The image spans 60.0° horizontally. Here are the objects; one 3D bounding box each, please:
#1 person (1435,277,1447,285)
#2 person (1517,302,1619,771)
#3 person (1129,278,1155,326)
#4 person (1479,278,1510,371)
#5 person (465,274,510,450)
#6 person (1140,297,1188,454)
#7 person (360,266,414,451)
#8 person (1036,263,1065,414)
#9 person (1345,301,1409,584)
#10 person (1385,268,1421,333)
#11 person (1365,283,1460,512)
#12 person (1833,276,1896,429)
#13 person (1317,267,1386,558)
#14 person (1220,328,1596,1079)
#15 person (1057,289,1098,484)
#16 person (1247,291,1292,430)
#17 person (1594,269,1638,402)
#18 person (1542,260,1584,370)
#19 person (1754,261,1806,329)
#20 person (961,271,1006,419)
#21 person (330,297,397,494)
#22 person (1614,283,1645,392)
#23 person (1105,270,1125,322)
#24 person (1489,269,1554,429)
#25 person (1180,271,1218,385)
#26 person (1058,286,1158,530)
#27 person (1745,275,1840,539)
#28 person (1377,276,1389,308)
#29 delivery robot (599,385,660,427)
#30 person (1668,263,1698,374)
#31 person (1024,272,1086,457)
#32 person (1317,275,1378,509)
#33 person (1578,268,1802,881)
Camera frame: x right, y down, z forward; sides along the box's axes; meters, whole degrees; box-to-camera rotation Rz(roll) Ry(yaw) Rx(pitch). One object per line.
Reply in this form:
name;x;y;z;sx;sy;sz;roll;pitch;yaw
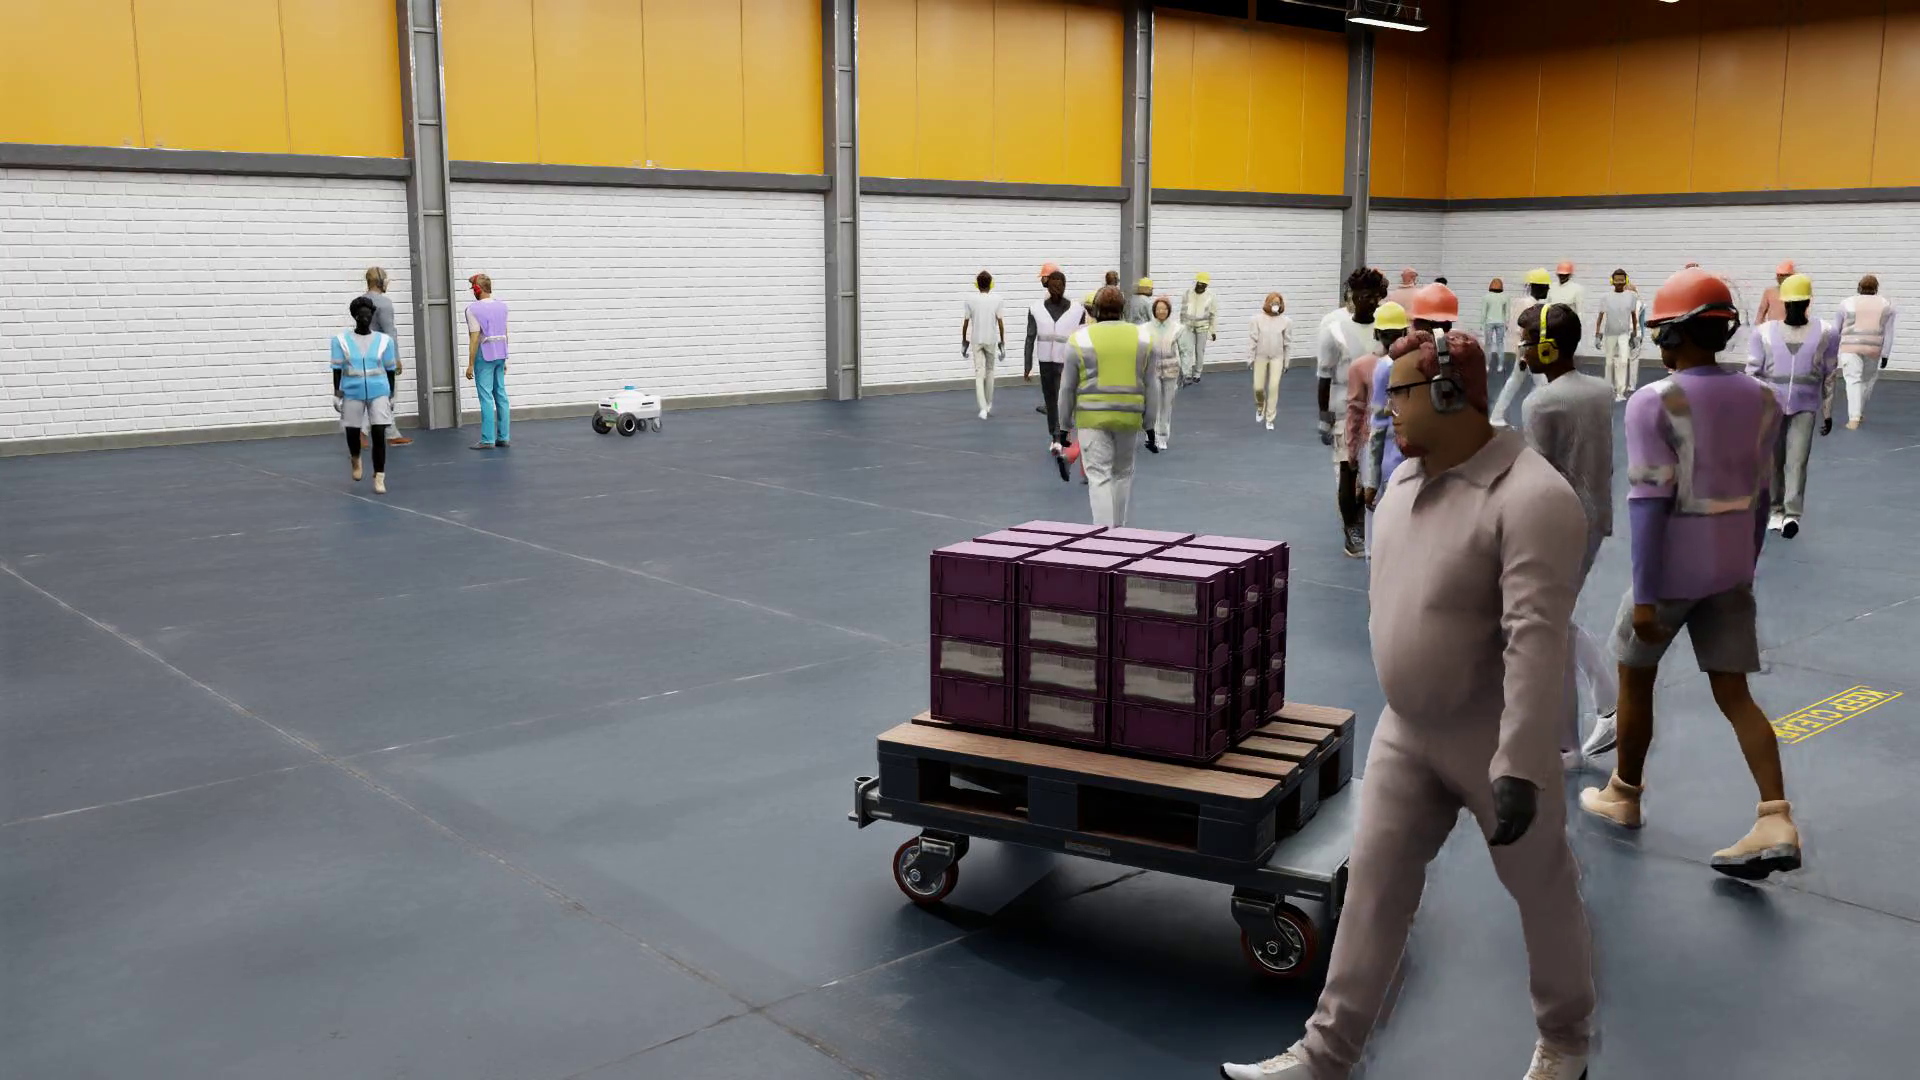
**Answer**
person;8.326;-3.773;29.116;0.535;1.670;0.762;1;10;6
person;2.374;0.007;6.513;0.533;1.835;0.478;-6;12;-33
person;2.812;-3.165;25.517;0.955;1.687;0.485;-3;10;-19
person;9.449;-3.804;29.401;0.509;1.632;0.267;1;10;4
person;-4.937;-1.861;17.427;0.390;1.838;0.564;5;11;25
person;2.081;-1.694;17.140;0.538;1.586;0.848;1;10;5
person;-6.116;-1.900;17.440;0.668;1.941;0.646;-8;13;-40
person;1.172;-2.582;21.357;0.379;1.938;0.547;-1;10;-8
person;2.634;-0.592;10.240;0.546;1.750;0.485;1;10;3
person;6.075;-2.752;22.553;0.635;1.870;0.960;9;13;43
person;2.345;-0.375;8.584;0.555;1.904;0.915;-1;10;-7
person;10.688;-2.234;19.772;0.626;1.783;0.989;3;10;16
person;2.711;-0.866;11.260;0.637;1.953;0.501;-1;10;-7
person;1.130;0.455;3.814;0.986;1.845;0.741;-5;11;-27
person;1.084;-1.323;14.569;0.632;1.749;0.539;-8;12;-38
person;3.630;-2.112;19.522;0.516;1.614;0.453;1;10;8
person;9.055;-2.798;22.918;0.573;1.832;0.815;3;10;18
person;9.146;-3.268;25.298;0.537;1.967;0.631;-9;13;-41
person;11.458;-2.914;23.288;1.062;1.935;0.614;-5;11;-26
person;0.290;-2.466;21.002;0.555;1.822;0.941;0;10;-2
person;-5.103;-1.247;14.267;0.546;1.682;0.552;-4;10;-22
person;9.963;-3.015;24.797;0.545;1.616;0.408;-1;10;-3
person;2.179;-3.065;24.534;0.532;1.822;0.728;9;13;41
person;6.643;-2.194;19.269;0.985;1.875;0.609;3;10;15
person;3.732;-3.311;26.073;0.617;1.783;0.744;3;10;17
person;0.957;-0.788;11.187;0.654;1.819;0.756;-2;10;-11
person;5.957;-0.954;11.979;0.607;1.876;1.005;5;11;28
person;4.709;-2.166;19.319;0.774;1.821;0.625;-1;10;-6
delivery robot;-3.760;-1.526;18.941;0.477;0.478;0.707;7;12;37
person;12.387;-3.749;28.311;0.402;1.903;0.643;-5;11;-26
person;0.965;-1.791;16.951;0.604;1.860;1.034;2;10;11
person;3.234;-1.220;13.572;0.637;1.890;1.041;1;10;6
person;2.497;0.104;5.508;0.631;1.996;1.005;-3;10;-17
